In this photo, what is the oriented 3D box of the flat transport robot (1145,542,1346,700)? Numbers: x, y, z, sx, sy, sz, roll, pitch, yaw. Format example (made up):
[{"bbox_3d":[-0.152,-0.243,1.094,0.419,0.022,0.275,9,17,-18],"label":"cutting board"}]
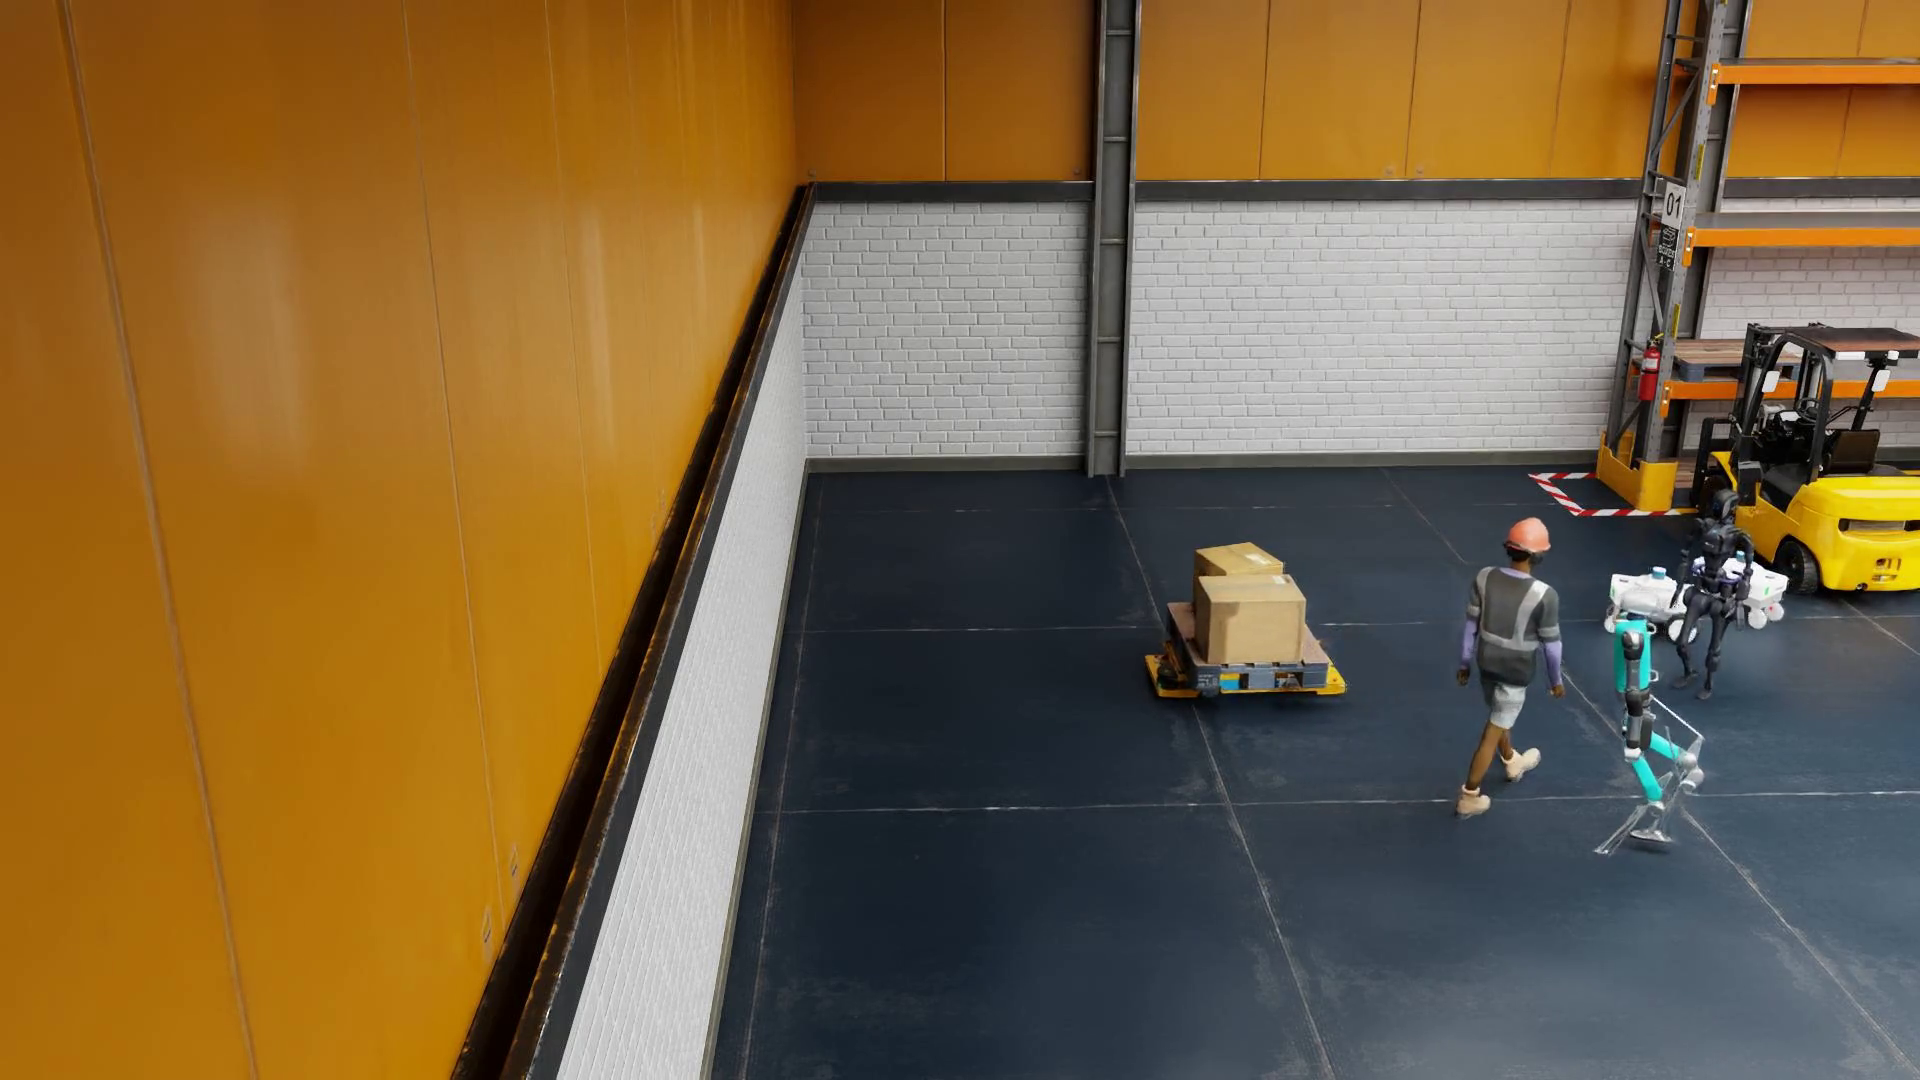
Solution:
[{"bbox_3d":[2.193,0.994,12.859,1.431,0.231,0.659,-1,20,-3],"label":"flat transport robot"}]

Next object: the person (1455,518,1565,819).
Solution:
[{"bbox_3d":[3.640,0.814,10.856,1.015,1.992,0.625,-12,24,-30],"label":"person"}]

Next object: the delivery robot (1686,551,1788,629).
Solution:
[{"bbox_3d":[6.589,0.375,14.092,0.499,0.575,0.759,-14,24,-33],"label":"delivery robot"}]

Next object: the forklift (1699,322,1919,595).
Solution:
[{"bbox_3d":[7.809,-0.792,14.926,1.214,2.155,2.313,-1,20,-2],"label":"forklift"}]

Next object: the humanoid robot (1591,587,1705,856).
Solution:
[{"bbox_3d":[4.319,1.173,10.277,0.886,1.774,0.532,6,21,17],"label":"humanoid robot"}]

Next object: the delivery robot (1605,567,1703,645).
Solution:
[{"bbox_3d":[5.733,0.517,13.726,0.777,0.587,0.499,8,22,21],"label":"delivery robot"}]

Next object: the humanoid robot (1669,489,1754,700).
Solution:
[{"bbox_3d":[5.628,0.405,12.430,0.354,1.650,0.600,-15,25,-34],"label":"humanoid robot"}]
